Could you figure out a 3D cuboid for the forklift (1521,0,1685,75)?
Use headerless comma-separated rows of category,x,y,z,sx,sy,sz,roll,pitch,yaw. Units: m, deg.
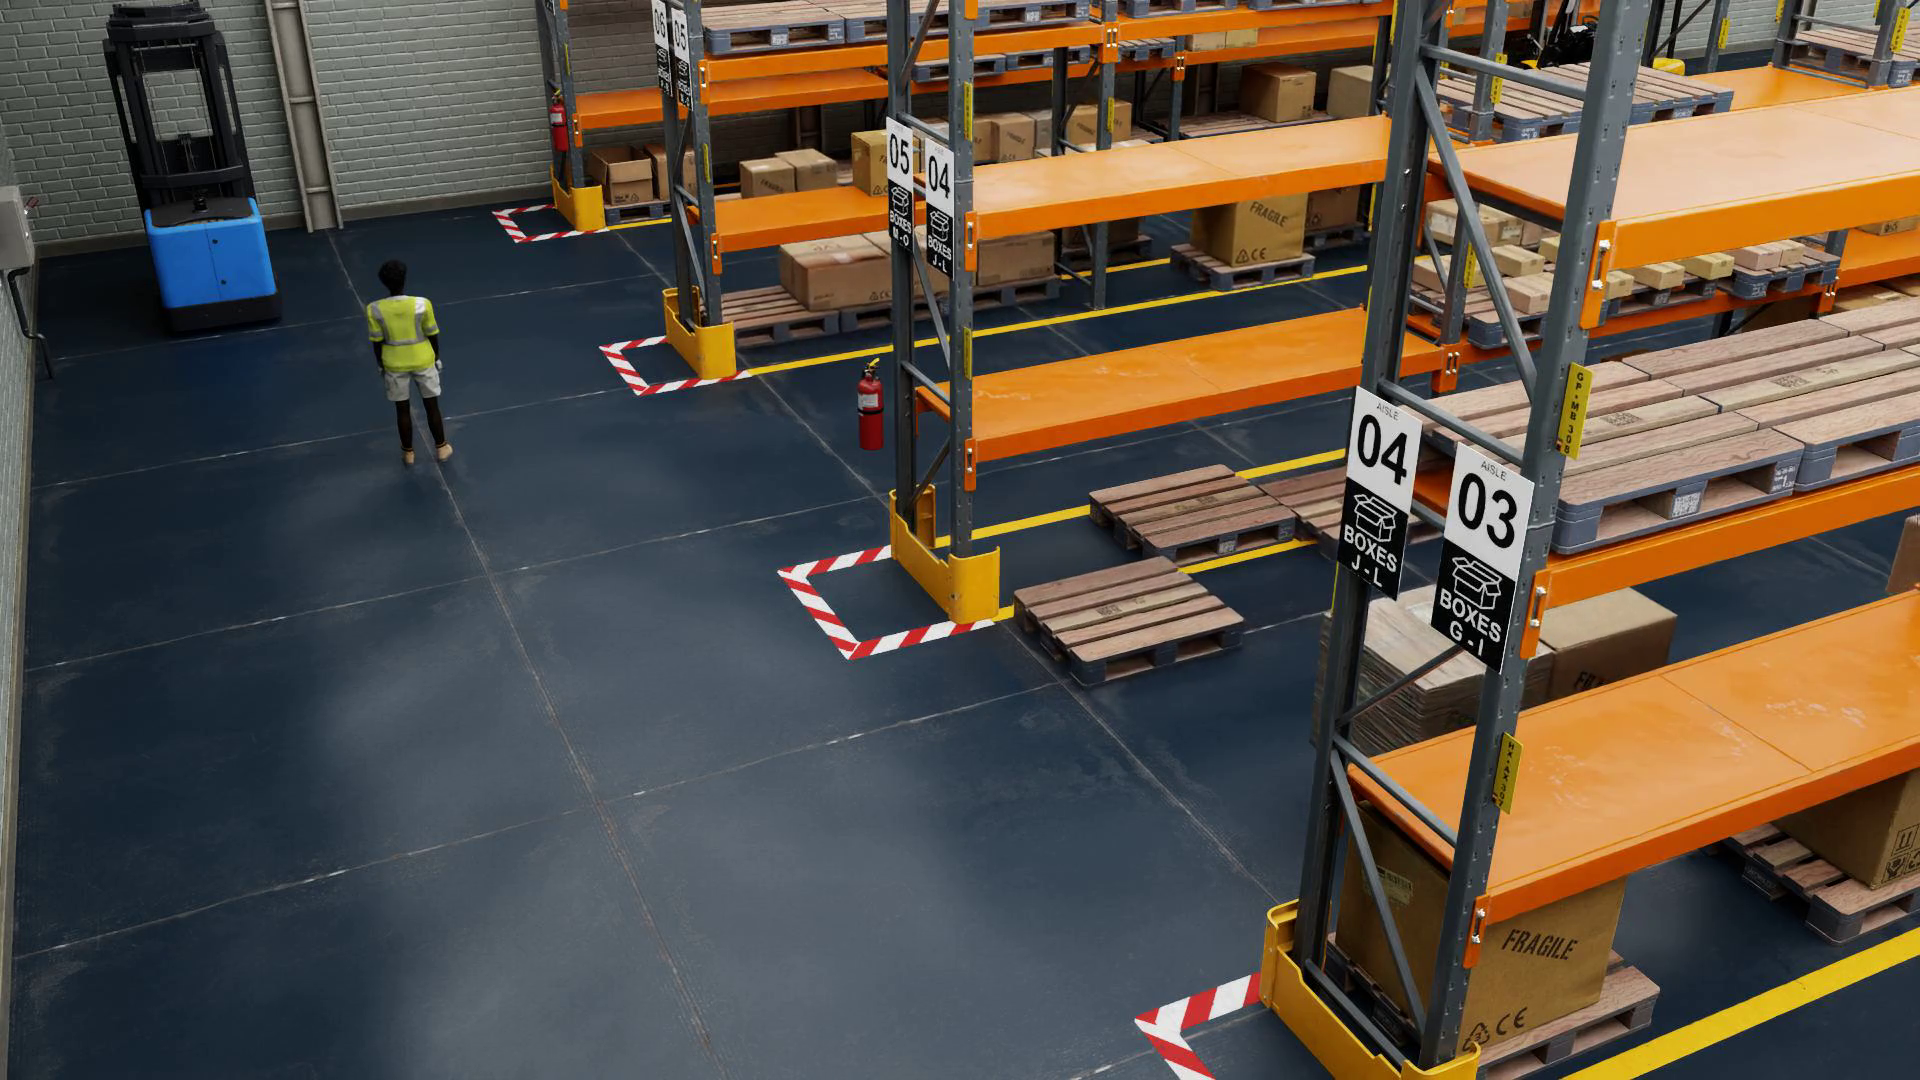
forklift,8.950,-6.807,23.056,1.214,2.155,2.313,-12,30,-22

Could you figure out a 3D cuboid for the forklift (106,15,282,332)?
forklift,-7.548,-3.672,16.323,1.129,2.768,1.873,-12,30,-22

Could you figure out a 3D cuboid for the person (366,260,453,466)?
person,-4.382,-1.400,13.235,0.531,1.692,0.320,-7,28,-12
